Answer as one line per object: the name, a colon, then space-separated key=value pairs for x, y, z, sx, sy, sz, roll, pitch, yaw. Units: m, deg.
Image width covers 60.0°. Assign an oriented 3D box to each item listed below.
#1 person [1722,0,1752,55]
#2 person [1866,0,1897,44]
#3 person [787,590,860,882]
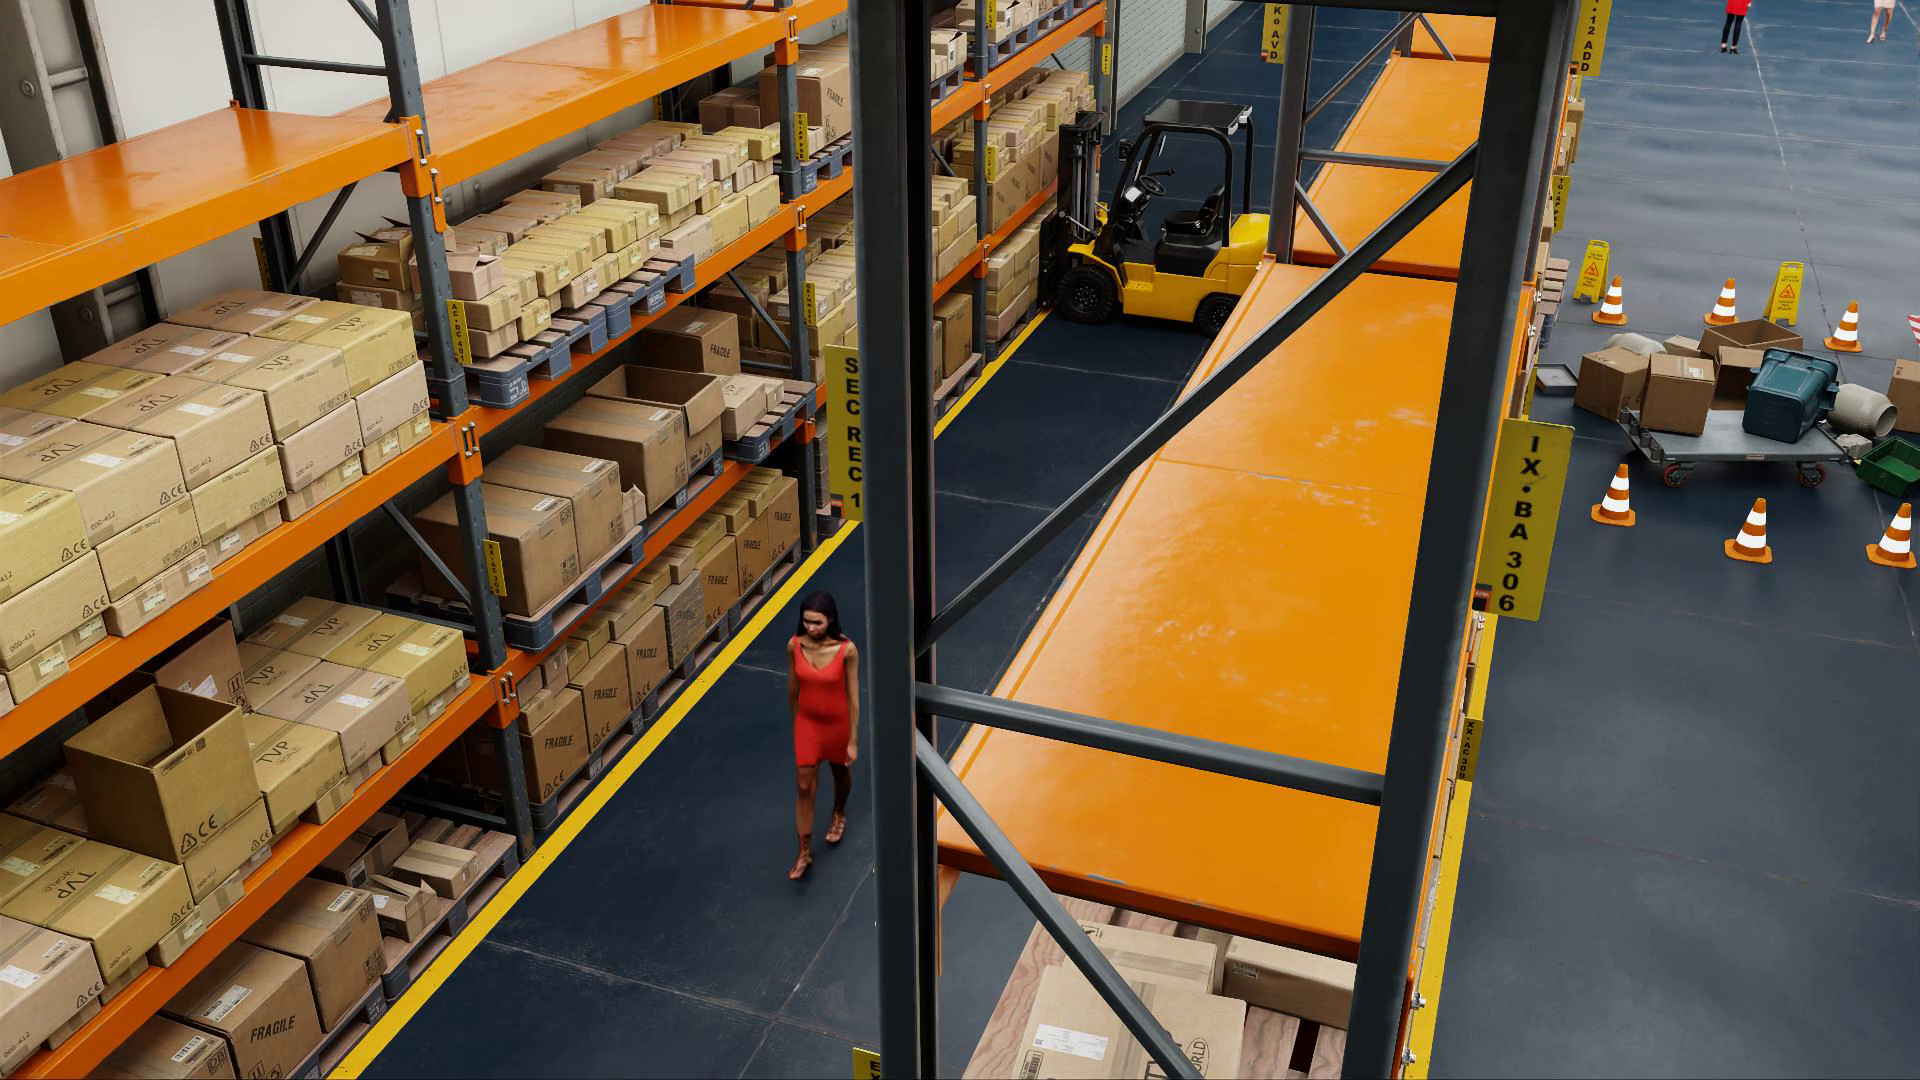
person: x=13.507 y=-9.343 z=28.850 sx=0.790 sy=1.749 sz=0.738 roll=-15 pitch=32 yaw=-26
person: x=16.550 y=-9.818 z=29.658 sx=0.677 sy=1.828 sz=0.755 roll=20 pitch=34 yaw=33
person: x=-0.737 y=1.012 z=9.463 sx=0.716 sy=1.696 sz=0.990 roll=3 pitch=28 yaw=6
